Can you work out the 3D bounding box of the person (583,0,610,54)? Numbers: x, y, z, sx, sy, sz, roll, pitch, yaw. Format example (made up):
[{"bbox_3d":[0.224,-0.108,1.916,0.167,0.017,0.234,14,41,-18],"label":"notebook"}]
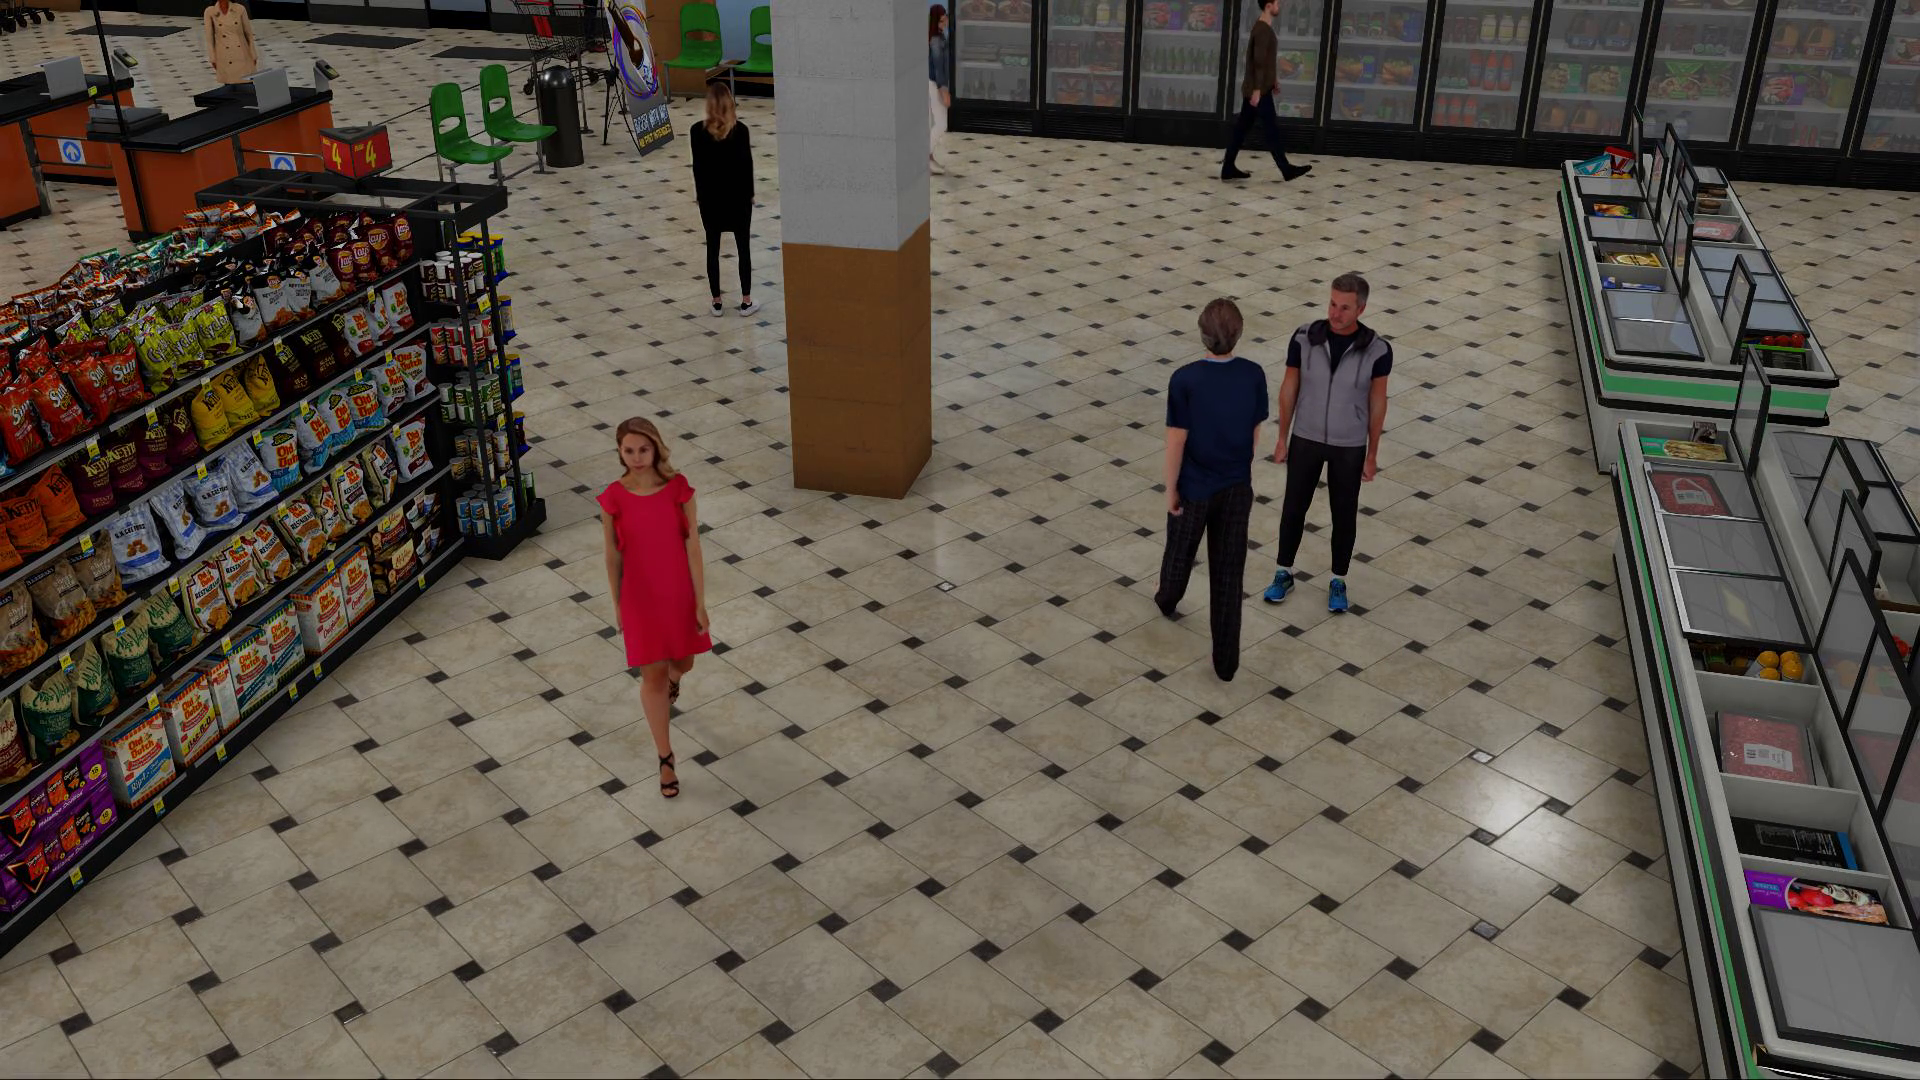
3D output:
[{"bbox_3d":[-5.020,-7.503,22.484,0.766,1.724,0.668,-10,29,-20],"label":"person"}]

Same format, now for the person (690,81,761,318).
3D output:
[{"bbox_3d":[-1.802,-2.597,12.729,0.654,1.799,0.598,0,27,1],"label":"person"}]

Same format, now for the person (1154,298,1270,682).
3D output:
[{"bbox_3d":[1.232,-0.191,7.965,0.930,1.816,1.255,-1,27,-3],"label":"person"}]

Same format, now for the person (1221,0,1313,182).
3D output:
[{"bbox_3d":[2.821,-4.389,16.211,0.850,1.844,1.087,2,27,4],"label":"person"}]

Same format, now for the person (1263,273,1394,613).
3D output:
[{"bbox_3d":[1.901,-0.506,8.574,0.701,1.826,0.572,9,28,17],"label":"person"}]

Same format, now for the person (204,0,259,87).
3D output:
[{"bbox_3d":[-7.869,-5.220,18.030,0.718,1.681,0.742,-11,29,-20],"label":"person"}]

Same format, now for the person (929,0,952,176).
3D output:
[{"bbox_3d":[-0.265,-4.531,16.682,0.799,1.672,0.676,-14,30,-25],"label":"person"}]

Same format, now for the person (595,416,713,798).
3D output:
[{"bbox_3d":[-1.303,0.231,7.263,0.895,1.698,1.063,-7,28,-14],"label":"person"}]
